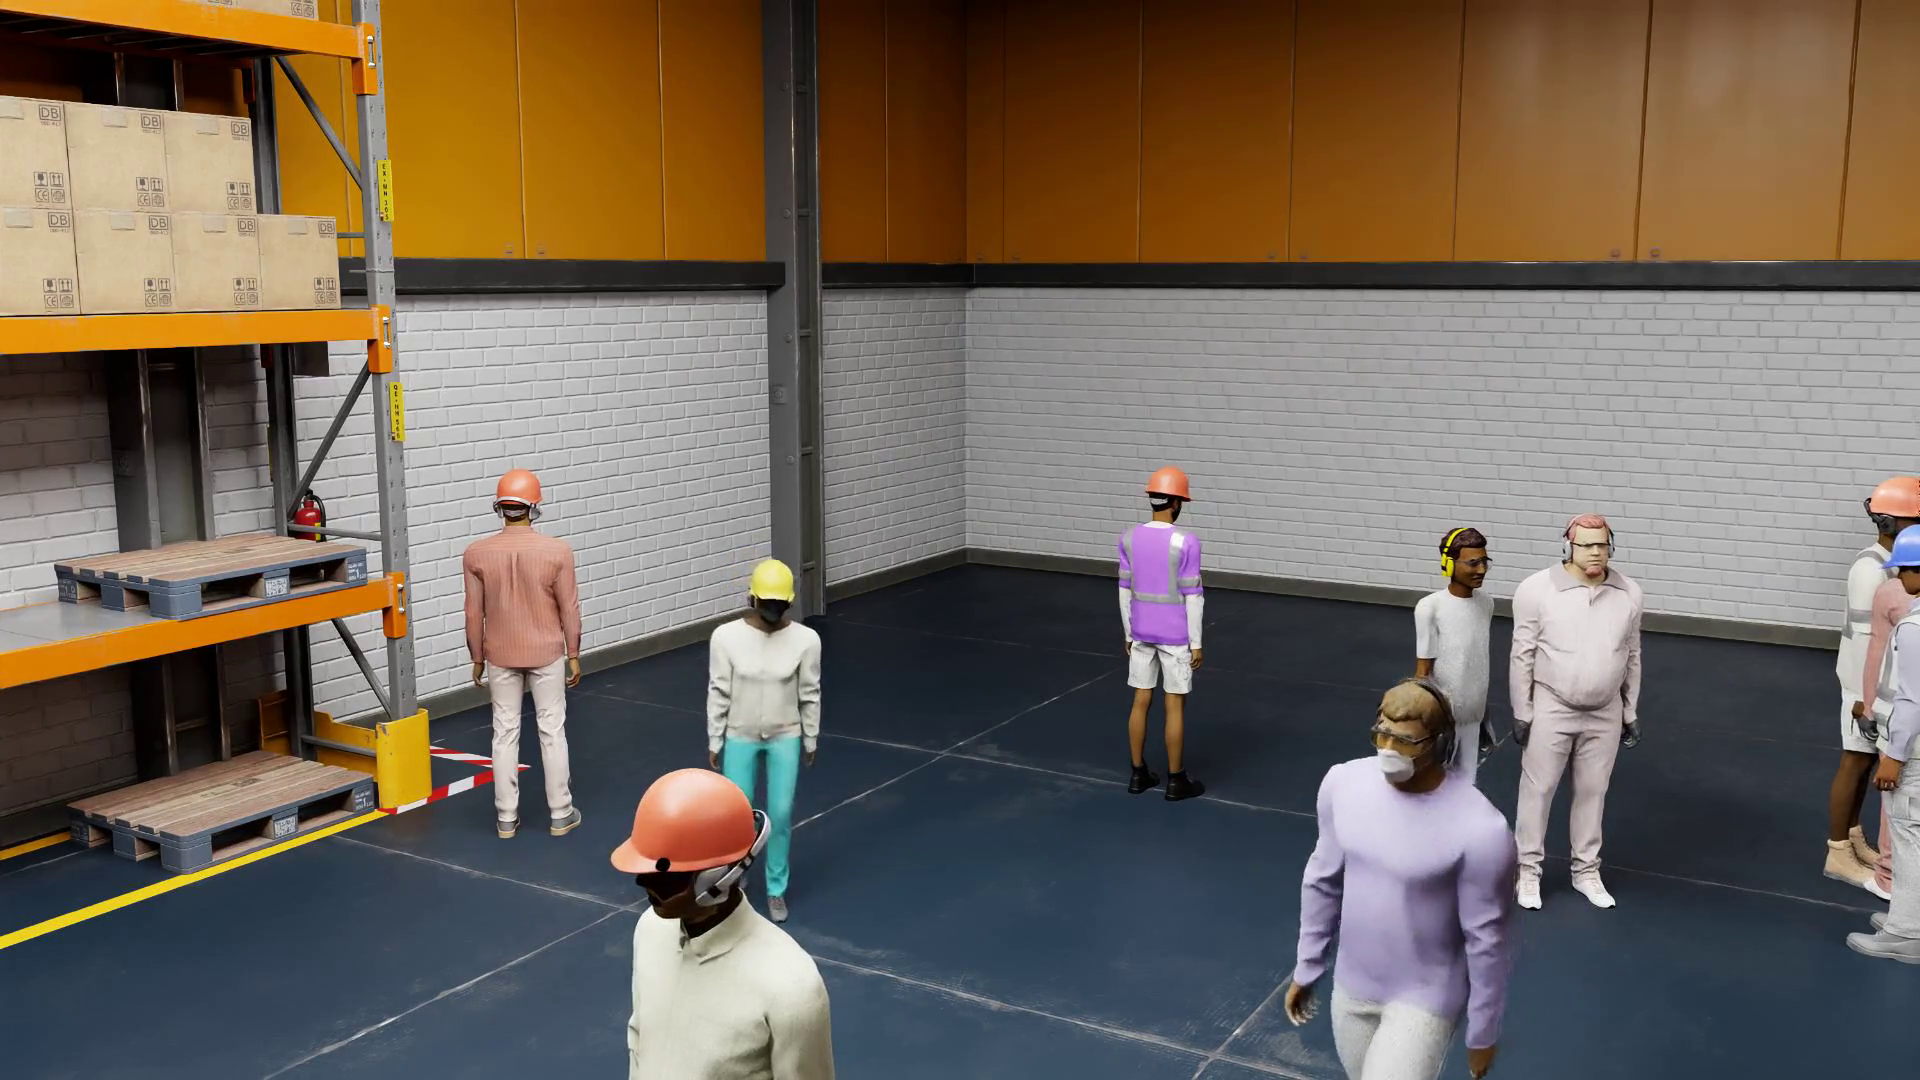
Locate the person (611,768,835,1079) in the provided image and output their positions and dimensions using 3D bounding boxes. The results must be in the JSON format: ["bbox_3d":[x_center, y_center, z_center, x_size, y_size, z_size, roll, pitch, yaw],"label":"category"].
[{"bbox_3d":[-0.535,1.460,3.661,0.619,1.990,0.391,8,12,42],"label":"person"}]

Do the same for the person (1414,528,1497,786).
[{"bbox_3d":[2.322,0.862,7.775,0.531,1.870,0.317,-6,11,-35],"label":"person"}]

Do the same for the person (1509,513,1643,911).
[{"bbox_3d":[2.940,0.818,7.929,0.636,1.911,0.405,0,9,-2],"label":"person"}]

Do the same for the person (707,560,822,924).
[{"bbox_3d":[-0.910,0.926,7.762,0.538,1.737,0.525,-2,9,-10],"label":"person"}]

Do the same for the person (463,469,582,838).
[{"bbox_3d":[-2.334,0.613,8.938,0.608,1.995,0.377,-1,9,-5],"label":"person"}]

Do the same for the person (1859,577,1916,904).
[{"bbox_3d":[4.658,0.814,7.957,0.652,1.906,0.409,3,9,16],"label":"person"}]

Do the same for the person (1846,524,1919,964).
[{"bbox_3d":[4.232,0.894,7.353,0.601,1.940,0.395,-8,12,-42],"label":"person"}]

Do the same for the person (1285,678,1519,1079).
[{"bbox_3d":[1.338,1.308,4.883,0.939,1.910,0.635,-7,11,-36],"label":"person"}]

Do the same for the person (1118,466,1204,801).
[{"bbox_3d":[1.178,0.539,9.609,0.542,1.930,0.367,7,12,38],"label":"person"}]

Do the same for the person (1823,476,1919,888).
[{"bbox_3d":[4.587,0.696,8.271,0.397,2.043,0.610,8,12,40],"label":"person"}]
